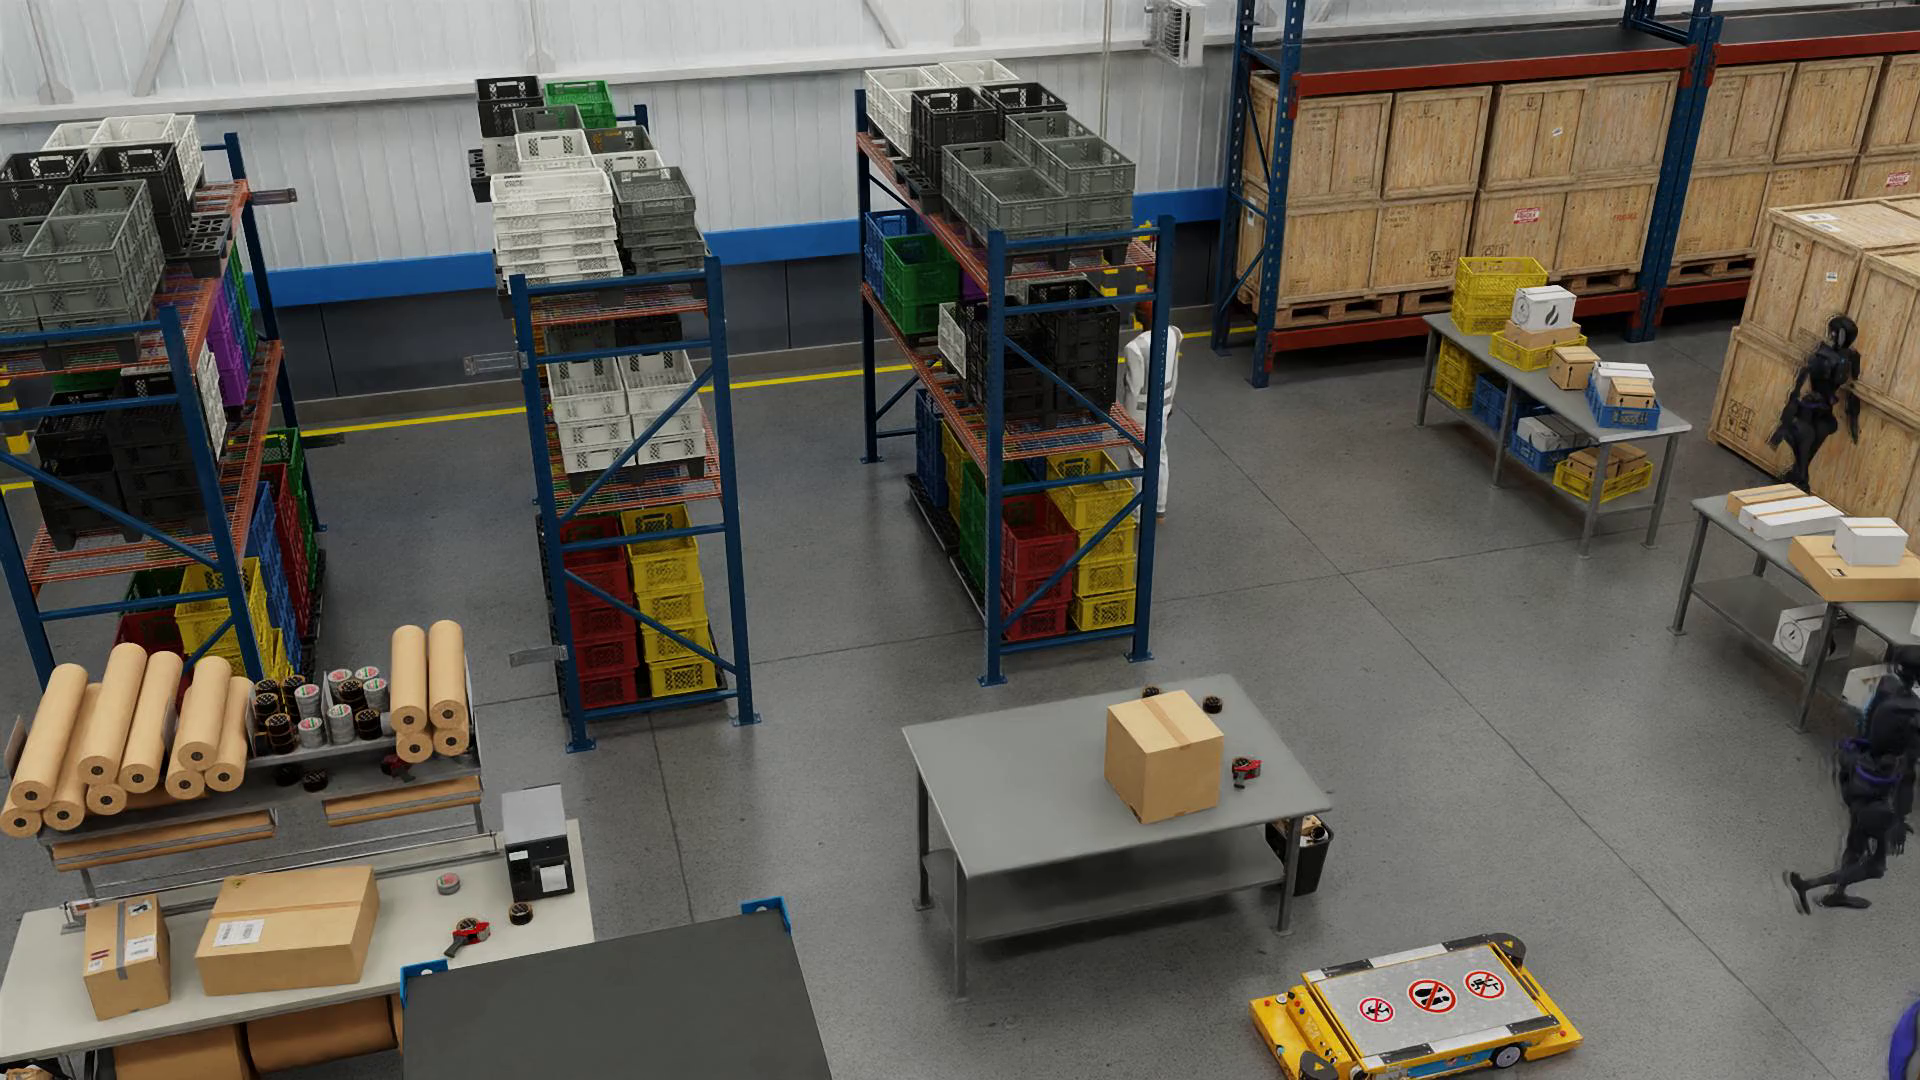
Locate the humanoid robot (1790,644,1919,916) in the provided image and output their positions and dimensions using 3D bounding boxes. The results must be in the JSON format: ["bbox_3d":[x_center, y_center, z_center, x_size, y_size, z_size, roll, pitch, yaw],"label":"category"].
[{"bbox_3d":[4.594,1.256,8.420,0.429,1.652,0.606,4,29,8],"label":"humanoid robot"}]

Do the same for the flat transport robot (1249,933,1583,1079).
[{"bbox_3d":[2.184,2.282,7.980,1.431,0.197,0.652,-8,30,-14],"label":"flat transport robot"}]

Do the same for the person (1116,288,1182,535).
[{"bbox_3d":[1.367,-0.936,12.190,0.337,1.880,0.583,25,37,38],"label":"person"}]

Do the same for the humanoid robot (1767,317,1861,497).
[{"bbox_3d":[6.366,-0.868,12.318,0.621,1.627,0.698,-12,31,-21],"label":"humanoid robot"}]
